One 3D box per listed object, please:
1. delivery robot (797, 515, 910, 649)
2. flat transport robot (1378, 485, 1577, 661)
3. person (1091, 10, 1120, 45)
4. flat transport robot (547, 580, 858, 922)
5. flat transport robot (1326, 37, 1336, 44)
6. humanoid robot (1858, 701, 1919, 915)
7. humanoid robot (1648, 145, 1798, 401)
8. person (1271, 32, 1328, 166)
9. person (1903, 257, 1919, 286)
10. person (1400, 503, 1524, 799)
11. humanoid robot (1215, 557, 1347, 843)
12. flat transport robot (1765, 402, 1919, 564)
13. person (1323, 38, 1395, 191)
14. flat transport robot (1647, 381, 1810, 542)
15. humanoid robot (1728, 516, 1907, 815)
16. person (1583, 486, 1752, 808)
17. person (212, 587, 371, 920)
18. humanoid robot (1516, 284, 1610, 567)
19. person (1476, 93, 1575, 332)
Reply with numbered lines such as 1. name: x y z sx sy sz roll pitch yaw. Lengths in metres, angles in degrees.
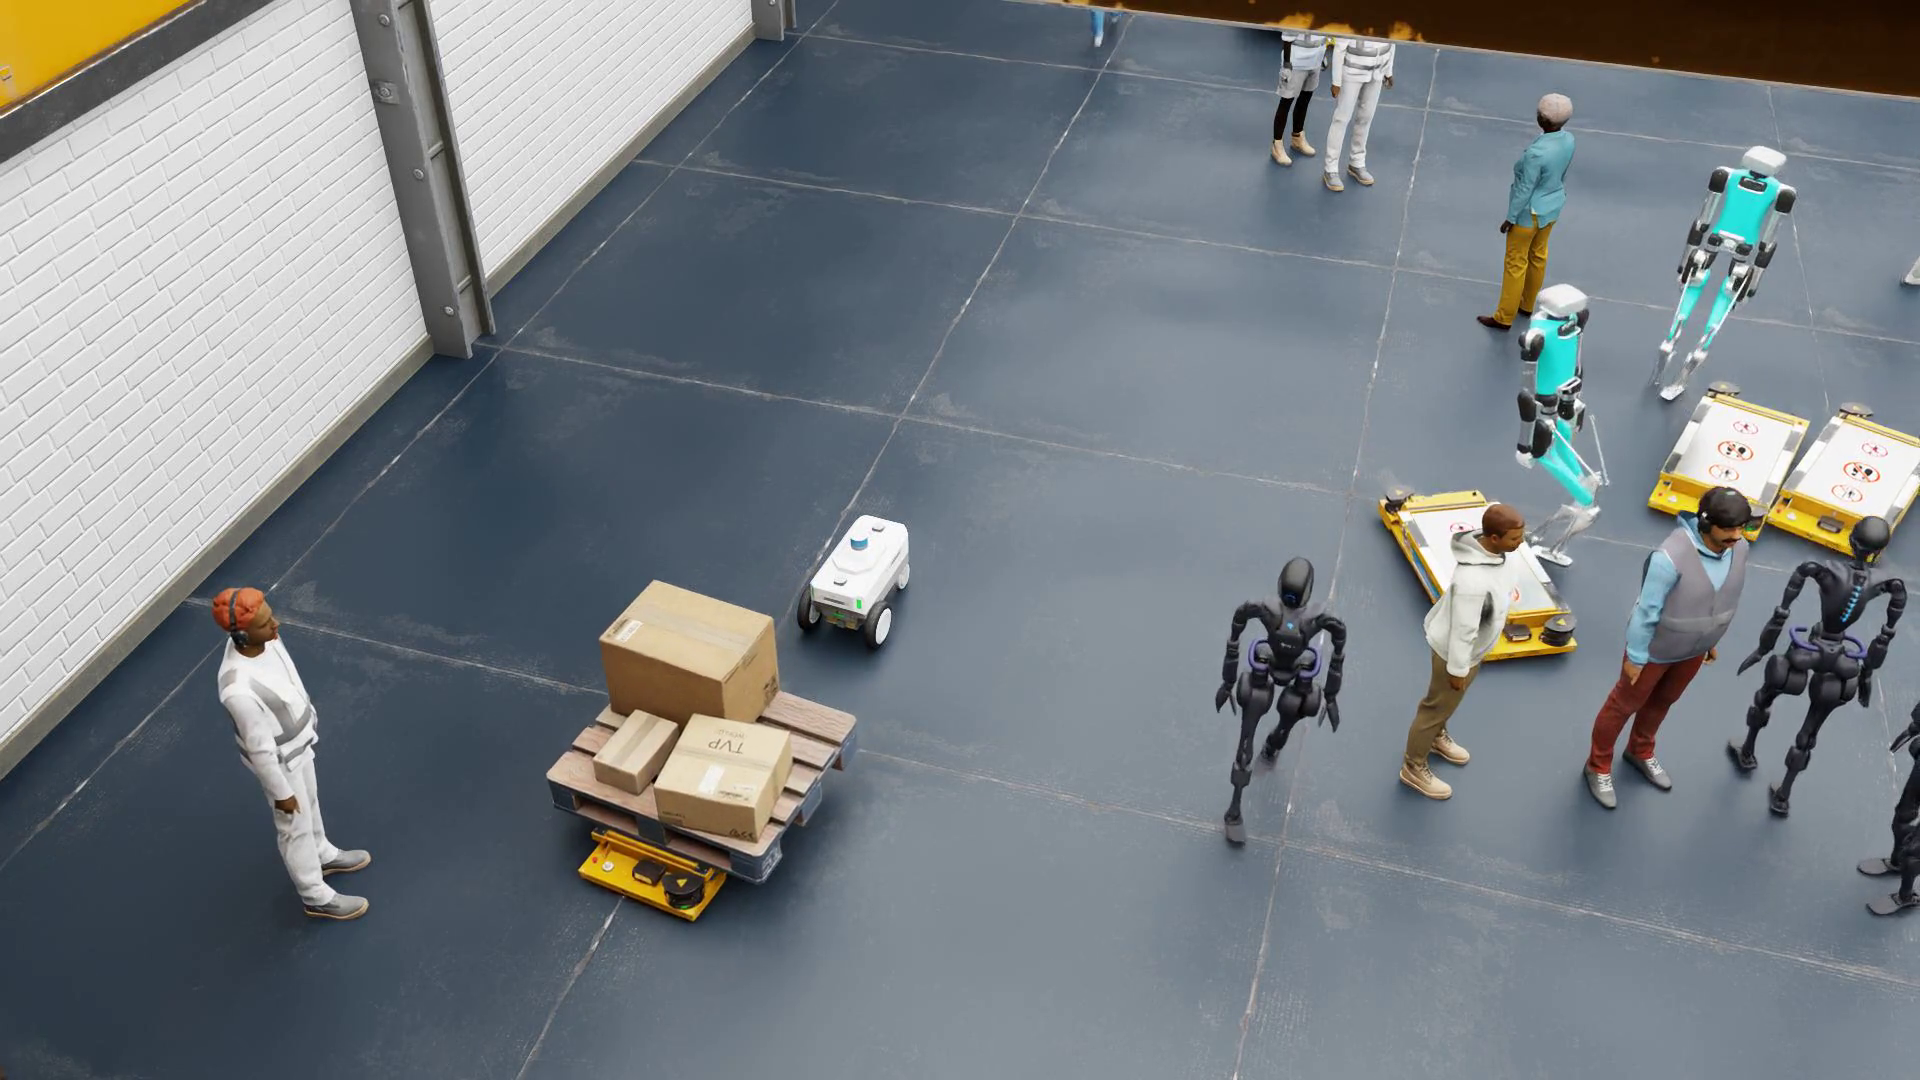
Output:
1. delivery robot: -0.568 0.199 9.522 0.499 0.586 0.772 14 41 17
2. flat transport robot: 3.029 0.161 9.804 0.659 0.231 1.431 -5 39 -7
3. person: 1.421 -5.692 15.946 0.498 1.691 0.864 5 39 6
4. flat transport robot: -1.255 1.264 8.433 0.659 0.231 1.431 16 42 19
5. flat transport robot: 3.441 -5.297 16.593 0.659 0.231 1.431 -7 39 -8
6. humanoid robot: 4.521 1.019 7.604 0.358 1.650 0.591 -4 39 -5
7. humanoid robot: 4.910 -1.617 10.886 0.553 1.821 0.751 25 45 27
8. person: 2.851 -3.965 13.794 0.535 1.699 0.318 -26 45 -28
9. person: 7.468 -2.575 12.143 0.702 1.588 0.532 -2 39 -2
10. person: 2.449 0.516 8.175 0.370 1.759 0.515 18 42 21
11. humanoid robot: 1.551 0.704 8.051 0.613 1.630 0.755 8 40 10
12. flat transport robot: 5.661 -0.380 10.477 0.659 0.231 1.431 27 46 30
13. person: 3.241 -3.743 13.372 0.583 1.882 0.345 -15 41 -18
14. flat transport robot: 4.951 -0.525 10.658 0.659 0.231 1.431 23 44 25
15. humanoid robot: 4.179 0.597 8.151 0.615 1.624 0.558 9 40 11
16. person: 3.453 0.497 8.101 0.531 1.881 0.415 -12 40 -15
17. person: -3.046 0.957 7.528 0.360 1.881 0.573 -6 39 -8
18. humanoid robot: 3.516 -0.543 9.519 0.546 1.764 0.842 -28 46 -30
19. person: 4.009 -2.297 11.676 0.522 1.754 0.340 -28 46 -30
